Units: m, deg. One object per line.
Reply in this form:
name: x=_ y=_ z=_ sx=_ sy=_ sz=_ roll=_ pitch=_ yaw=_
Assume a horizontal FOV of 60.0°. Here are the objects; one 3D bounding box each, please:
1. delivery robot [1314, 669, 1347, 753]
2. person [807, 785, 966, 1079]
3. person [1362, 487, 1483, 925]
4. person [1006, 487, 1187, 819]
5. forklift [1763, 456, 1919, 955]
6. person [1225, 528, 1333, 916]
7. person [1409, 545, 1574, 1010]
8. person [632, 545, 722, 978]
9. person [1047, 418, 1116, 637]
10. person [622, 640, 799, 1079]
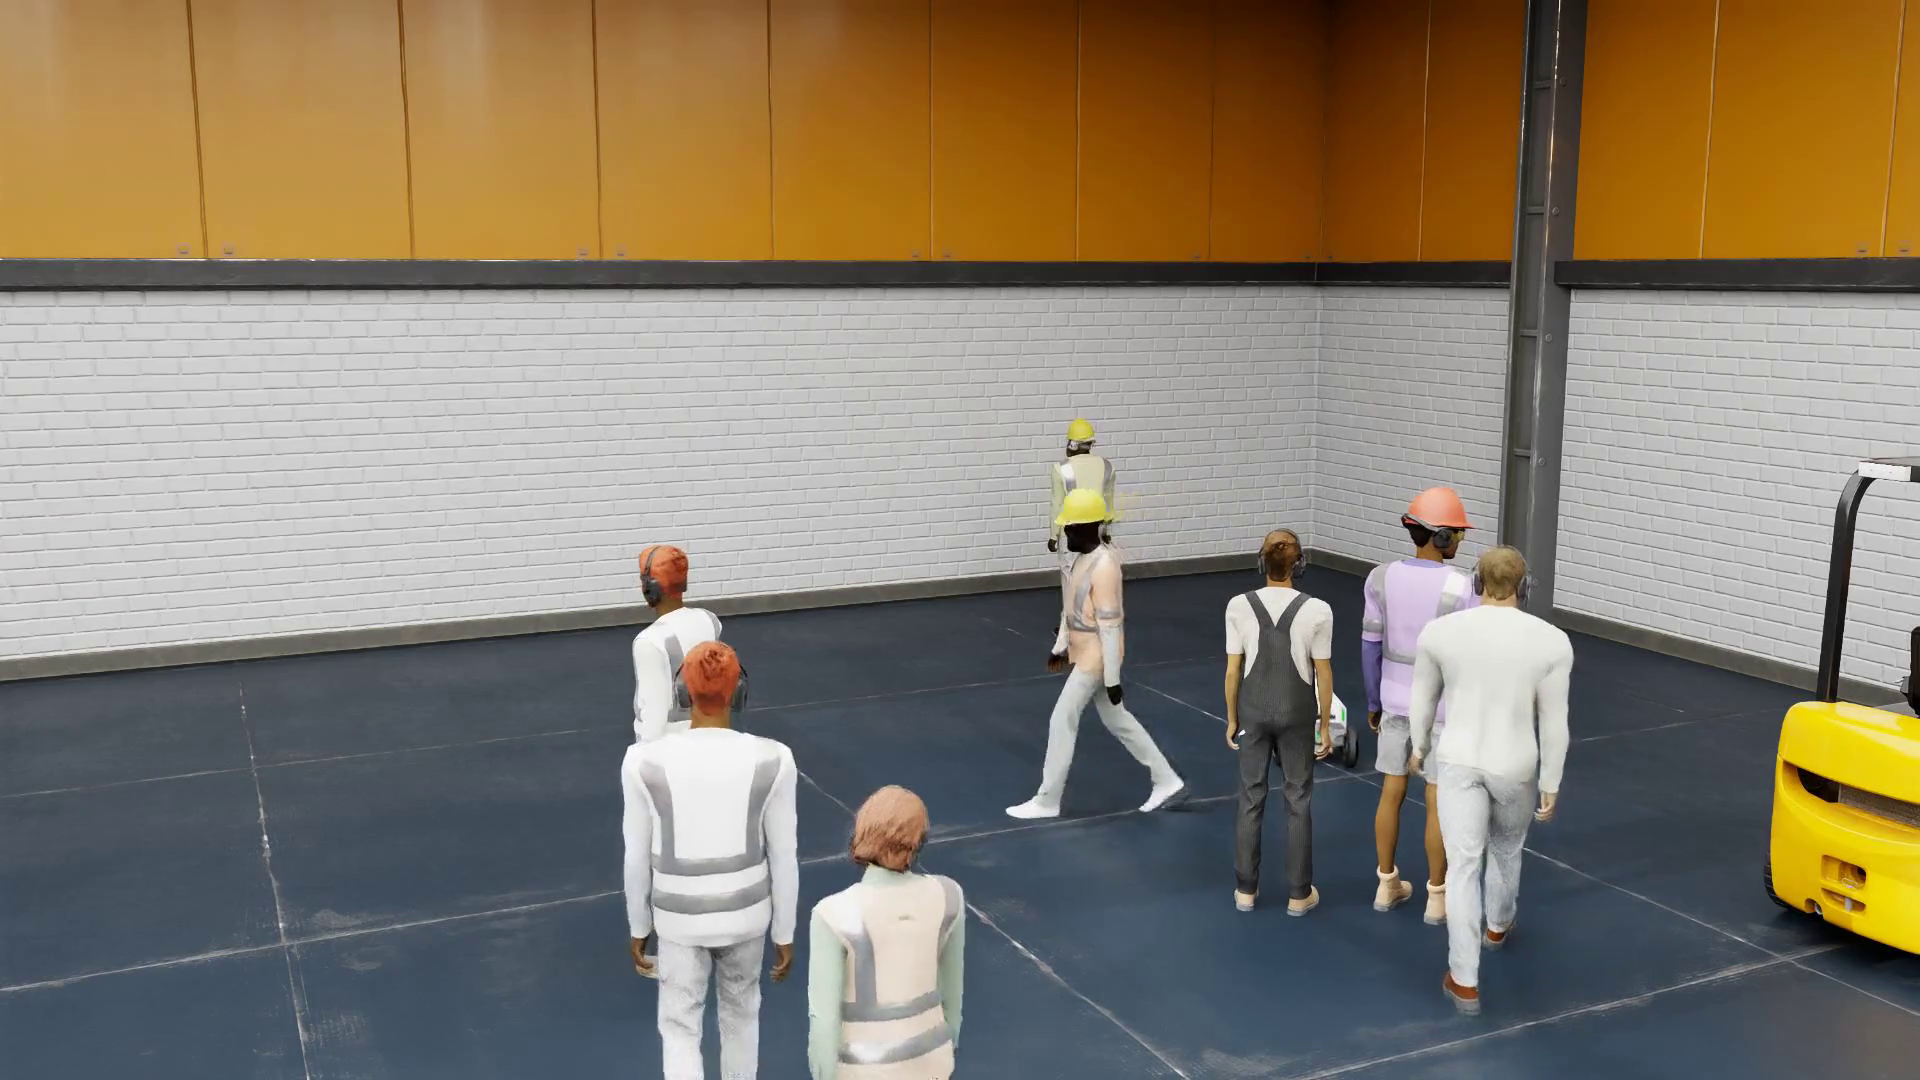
delivery robot: x=2.182 y=1.045 z=10.394 sx=0.477 sy=0.478 sz=0.707 roll=0 pitch=9 yaw=1
person: x=-0.196 y=1.491 z=4.633 sx=0.552 sy=1.610 sz=0.409 roll=-6 pitch=11 yaw=-33
person: x=2.179 y=0.768 z=7.807 sx=0.609 sy=2.040 sz=0.395 roll=9 pitch=13 yaw=44
person: x=0.791 y=0.629 z=9.178 sx=0.984 sy=1.882 sz=0.597 roll=0 pitch=9 yaw=0
forklift: x=4.857 y=0.731 z=7.561 sx=2.313 sy=2.155 sz=1.214 roll=-4 pitch=10 yaw=-25
person: x=1.499 y=0.858 z=7.853 sx=0.506 sy=1.846 sz=0.345 roll=3 pitch=10 yaw=18
person: x=2.246 y=0.957 z=7.112 sx=0.656 sy=1.873 sz=1.029 roll=3 pitch=10 yaw=19
person: x=-1.219 y=0.949 z=7.166 sx=0.337 sy=1.882 sz=0.584 roll=3 pitch=10 yaw=21
person: x=0.989 y=-0.090 z=13.755 sx=0.600 sy=1.836 sz=0.404 roll=-4 pitch=10 yaw=-24
person: x=-0.791 y=1.261 z=5.342 sx=0.565 sy=1.864 sz=0.766 roll=-2 pitch=9 yaw=-11
